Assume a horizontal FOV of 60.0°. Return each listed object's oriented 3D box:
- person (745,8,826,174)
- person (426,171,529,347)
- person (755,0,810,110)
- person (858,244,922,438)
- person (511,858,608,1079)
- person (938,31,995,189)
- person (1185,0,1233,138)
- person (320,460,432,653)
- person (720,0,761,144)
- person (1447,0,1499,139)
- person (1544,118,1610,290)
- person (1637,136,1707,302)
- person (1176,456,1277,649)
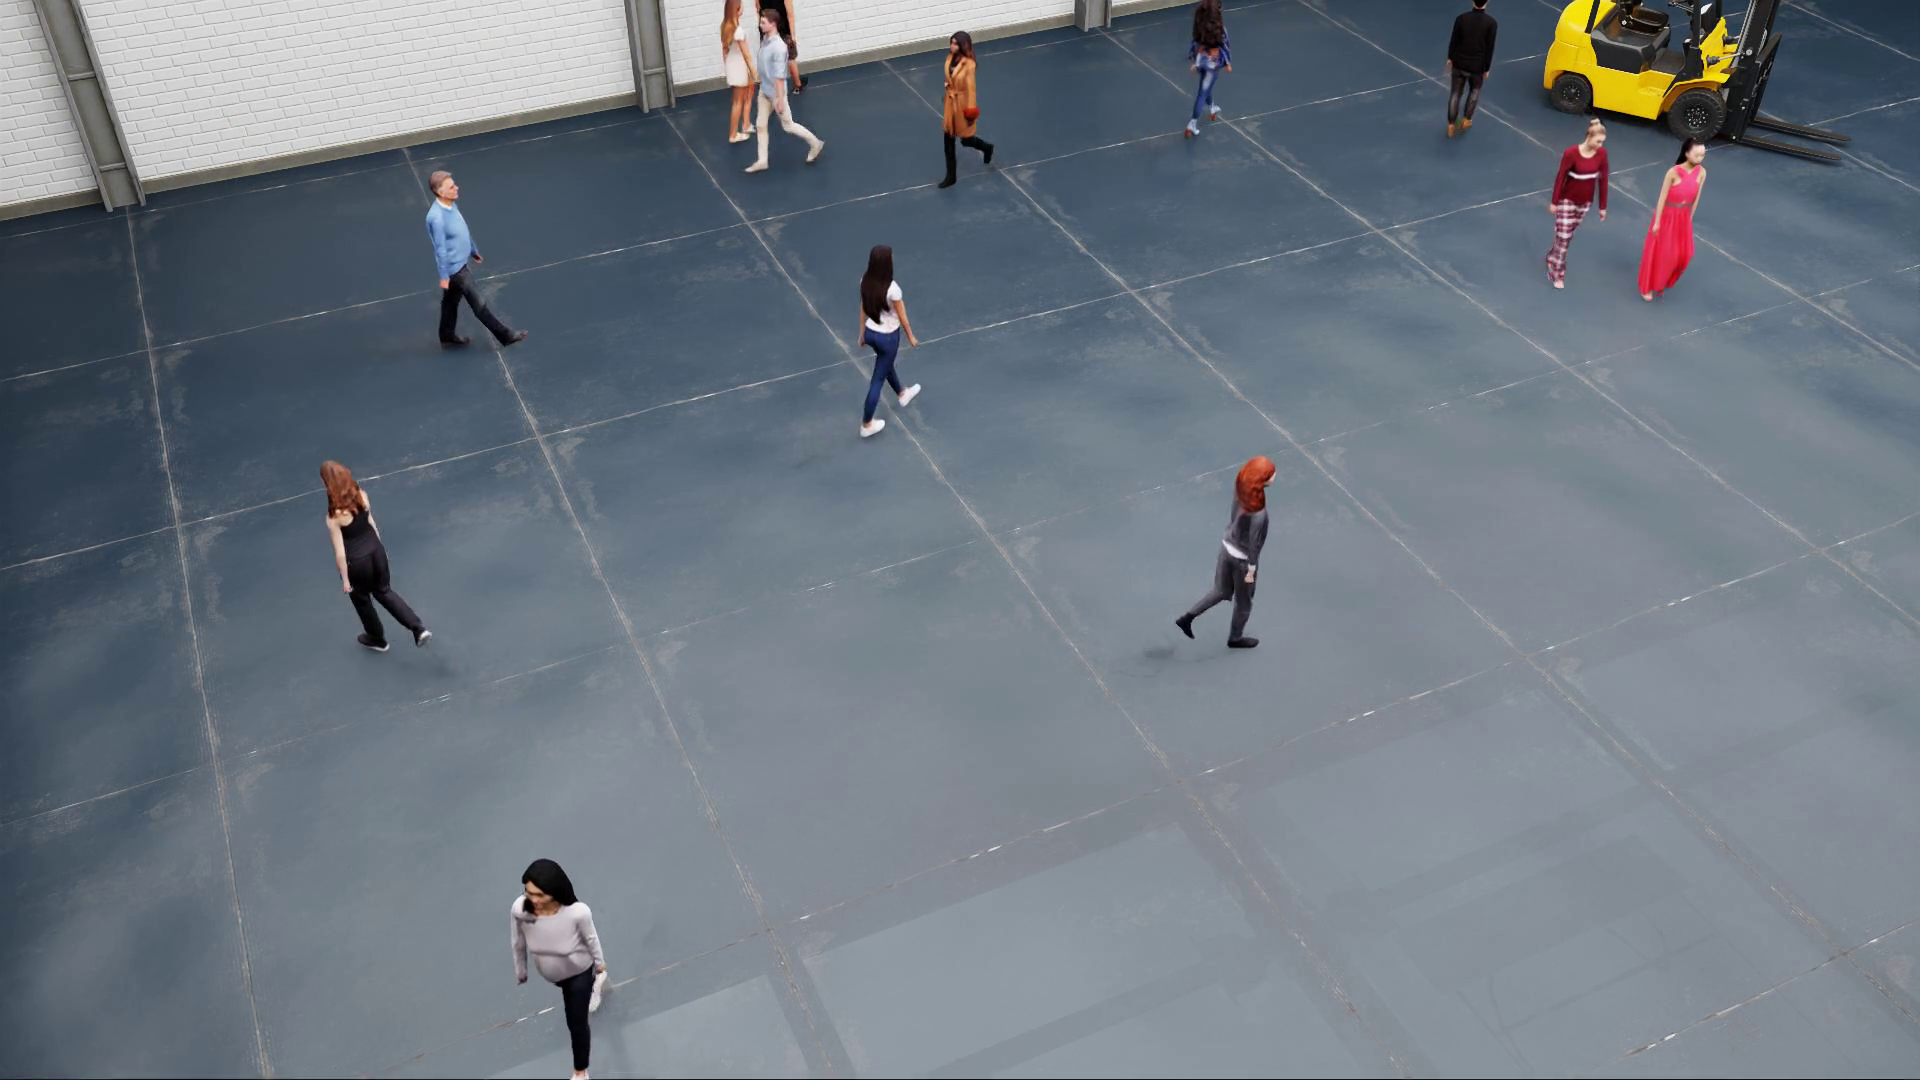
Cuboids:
[{"bbox_3d":[-1.943,-4.923,18.254,1.168,1.817,0.680,-19,42,-22],"label":"person"},{"bbox_3d":[-4.743,-2.543,15.302,1.196,1.782,0.951,-2,39,-2],"label":"person"},{"bbox_3d":[-2.208,-5.979,19.560,1.067,1.837,1.095,9,40,11],"label":"person"},{"bbox_3d":[-0.737,-1.654,14.227,1.107,1.735,0.811,-30,47,-32],"label":"person"},{"bbox_3d":[-2.184,2.308,9.325,1.140,1.661,1.079,6,39,8],"label":"person"},{"bbox_3d":[0.052,-4.678,18.040,1.083,1.703,0.862,-29,47,-31],"label":"person"},{"bbox_3d":[2.789,-5.371,19.007,0.888,1.578,1.099,29,47,31],"label":"person"},{"bbox_3d":[-4.202,0.177,11.941,0.975,1.727,0.951,16,41,19],"label":"person"},{"bbox_3d":[-2.589,-5.286,18.822,0.663,1.676,0.571,-17,42,-20],"label":"person"},{"bbox_3d":[5.798,-5.419,18.965,0.857,1.707,0.917,16,41,19],"label":"person"},{"bbox_3d":[6.050,-3.392,16.442,0.837,1.688,0.809,-6,39,-8],"label":"person"},{"bbox_3d":[6.833,-3.118,16.080,0.745,1.711,0.804,-2,39,-3],"label":"person"},{"bbox_3d":[1.940,0.134,11.971,0.919,1.757,0.695,-9,39,-11],"label":"person"}]
